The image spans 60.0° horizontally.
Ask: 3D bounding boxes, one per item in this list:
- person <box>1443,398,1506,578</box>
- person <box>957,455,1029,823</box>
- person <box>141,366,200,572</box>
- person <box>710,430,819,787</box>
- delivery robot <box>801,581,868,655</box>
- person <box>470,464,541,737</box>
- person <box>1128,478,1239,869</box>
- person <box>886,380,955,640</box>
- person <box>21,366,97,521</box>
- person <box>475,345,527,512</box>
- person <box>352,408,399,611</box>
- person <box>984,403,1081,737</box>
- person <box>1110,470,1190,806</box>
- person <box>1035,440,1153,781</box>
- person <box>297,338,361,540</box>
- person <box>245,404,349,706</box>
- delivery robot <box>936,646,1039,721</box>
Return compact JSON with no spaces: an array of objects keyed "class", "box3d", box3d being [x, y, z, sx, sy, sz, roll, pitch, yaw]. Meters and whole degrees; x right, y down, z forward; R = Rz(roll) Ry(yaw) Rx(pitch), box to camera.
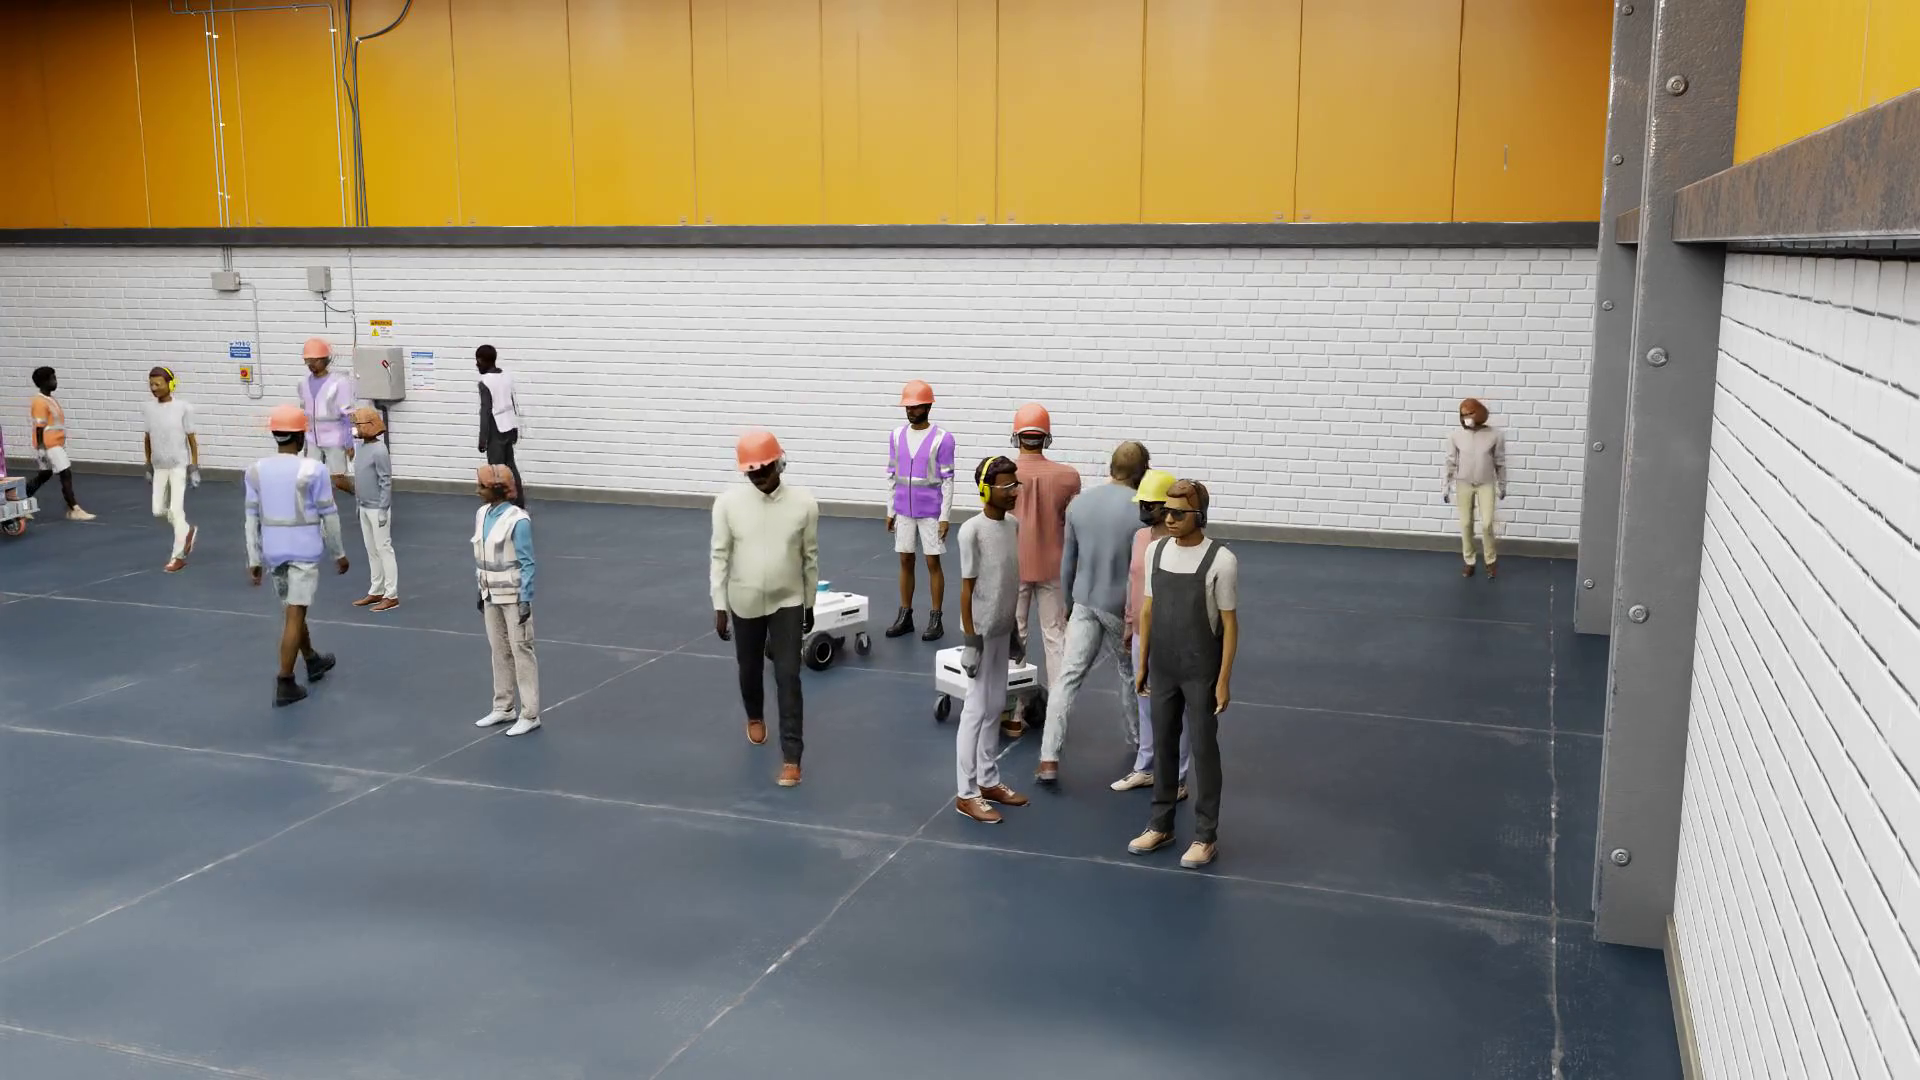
[{"class":"person","box3d":[4.511,-0.454,14.605,0.519,1.598,0.458,4,11,22]},{"class":"person","box3d":[0.174,0.491,8.536,0.331,1.872,0.513,6,12,31]},{"class":"person","box3d":[-7.130,-0.661,15.092,0.520,1.853,0.636,1,10,4]},{"class":"person","box3d":[-1.099,0.321,9.336,0.612,1.943,1.020,-2,10,-9]},{"class":"delivery robot","box3d":[-0.975,0.535,11.729,0.477,0.478,0.707,8,13,40]},{"class":"person","box3d":[-2.725,0.354,9.967,0.520,1.636,0.311,9,13,41]},{"class":"person","box3d":[1.057,0.621,7.869,0.513,1.845,0.334,8,13,39]},{"class":"person","box3d":[-0.308,-0.221,12.355,0.545,1.938,0.354,5,11,24]},{"class":"person","box3d":[-9.681,-1.010,17.574,0.819,1.665,0.532,-3,11,-18]},{"class":"person","box3d":[-4.903,-1.156,17.812,0.368,1.883,0.751,2,10,11]},{"class":"person","box3d":[-4.722,-0.249,13.368,0.279,1.633,0.505,-9,14,-43]},{"class":"person","box3d":[0.422,0.181,9.930,0.612,1.994,0.394,-1,10,-7]},{"class":"person","box3d":[1.032,0.510,8.721,0.315,1.769,0.523,-6,12,-31]},{"class":"person","box3d":[0.801,0.389,9.178,0.677,1.868,1.122,7,12,33]},{"class":"person","box3d":[-6.266,-1.017,16.613,0.615,2.023,0.781,3,11,17]},{"class":"person","box3d":[-4.285,0.064,10.853,0.548,1.891,0.948,2,10,10]},{"class":"delivery robot","box3d":[0.159,0.819,10.127,0.477,0.478,0.707,-7,12,-34]}]
